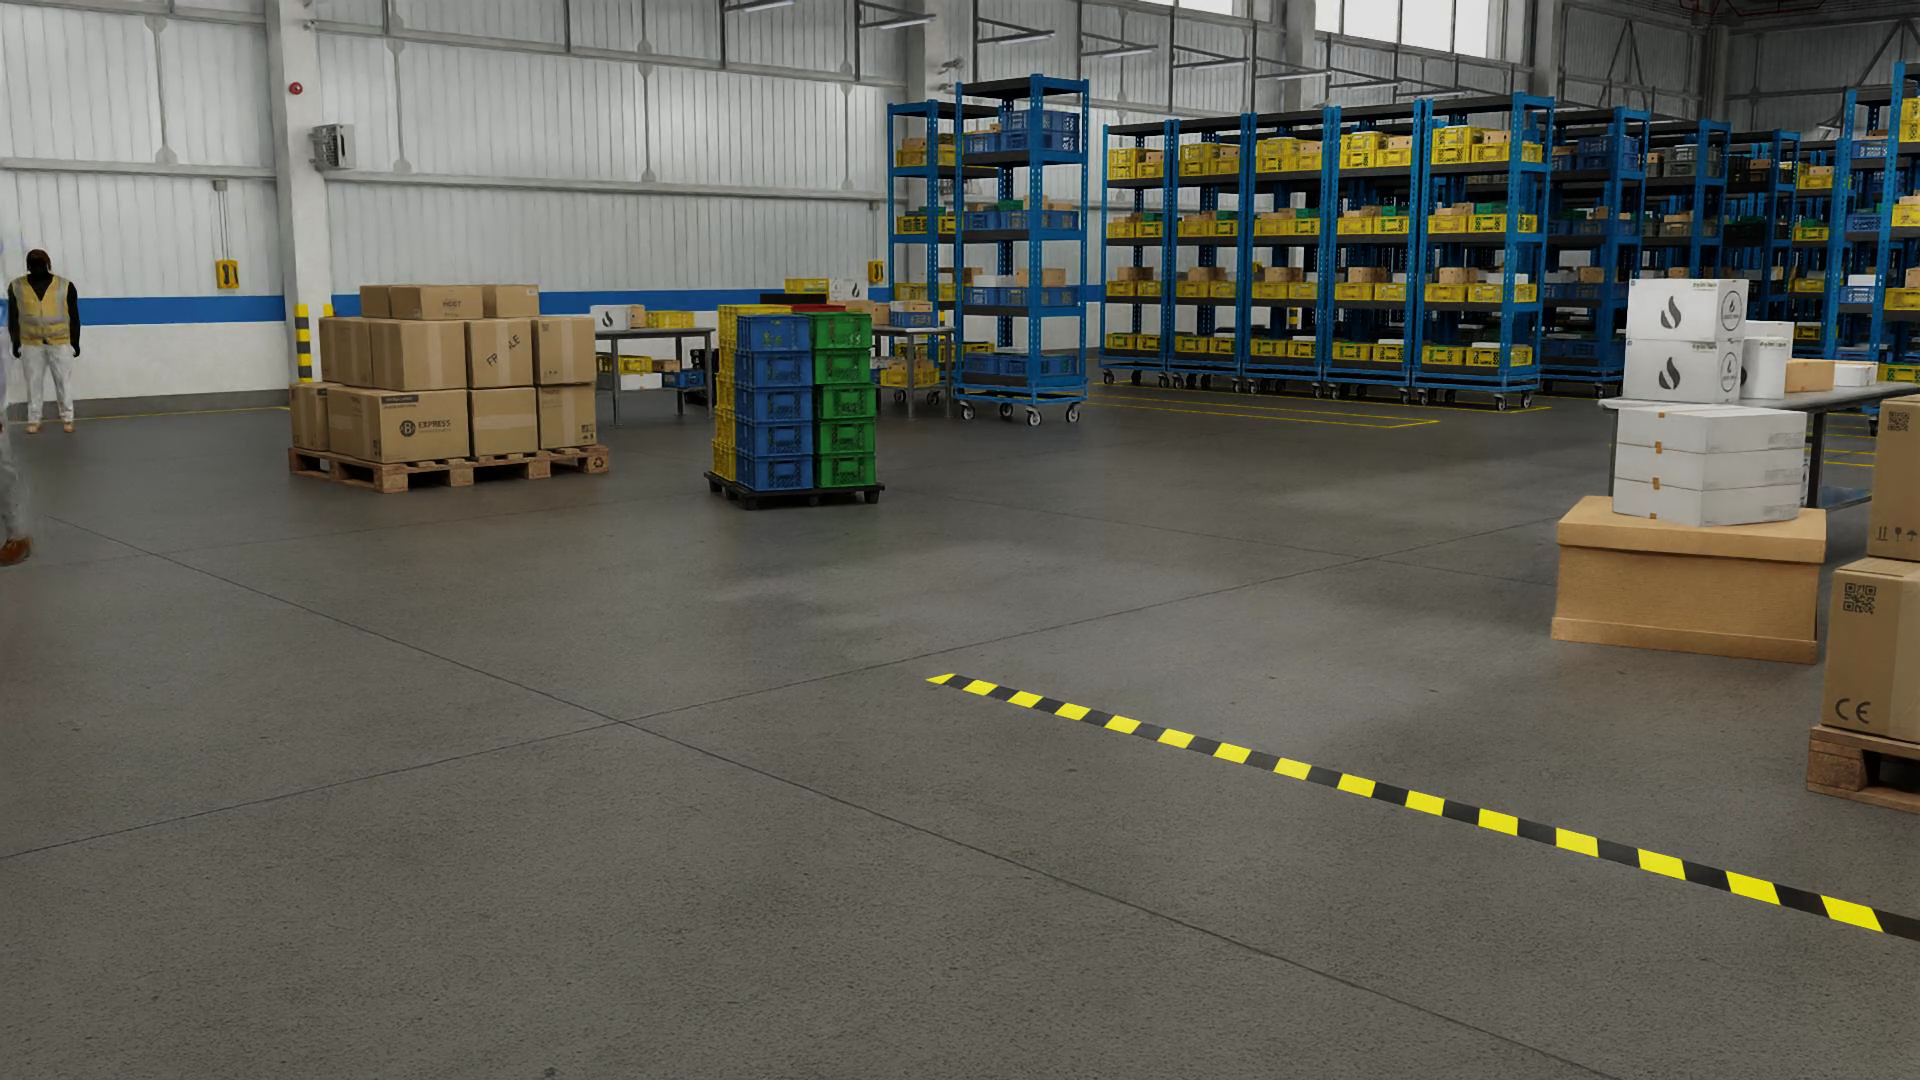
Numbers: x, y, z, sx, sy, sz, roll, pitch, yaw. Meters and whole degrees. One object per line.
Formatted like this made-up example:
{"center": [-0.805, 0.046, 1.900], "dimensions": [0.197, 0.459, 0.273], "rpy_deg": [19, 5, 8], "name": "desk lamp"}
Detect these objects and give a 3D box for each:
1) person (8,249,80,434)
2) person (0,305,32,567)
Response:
{"center": [-9.140, -1.976, 16.621], "dimensions": [0.633, 1.839, 0.429], "rpy_deg": [-4, 10, -23], "name": "person"}
{"center": [-5.423, -0.730, 9.011], "dimensions": [0.630, 1.886, 0.987], "rpy_deg": [1, 9, 5], "name": "person"}
